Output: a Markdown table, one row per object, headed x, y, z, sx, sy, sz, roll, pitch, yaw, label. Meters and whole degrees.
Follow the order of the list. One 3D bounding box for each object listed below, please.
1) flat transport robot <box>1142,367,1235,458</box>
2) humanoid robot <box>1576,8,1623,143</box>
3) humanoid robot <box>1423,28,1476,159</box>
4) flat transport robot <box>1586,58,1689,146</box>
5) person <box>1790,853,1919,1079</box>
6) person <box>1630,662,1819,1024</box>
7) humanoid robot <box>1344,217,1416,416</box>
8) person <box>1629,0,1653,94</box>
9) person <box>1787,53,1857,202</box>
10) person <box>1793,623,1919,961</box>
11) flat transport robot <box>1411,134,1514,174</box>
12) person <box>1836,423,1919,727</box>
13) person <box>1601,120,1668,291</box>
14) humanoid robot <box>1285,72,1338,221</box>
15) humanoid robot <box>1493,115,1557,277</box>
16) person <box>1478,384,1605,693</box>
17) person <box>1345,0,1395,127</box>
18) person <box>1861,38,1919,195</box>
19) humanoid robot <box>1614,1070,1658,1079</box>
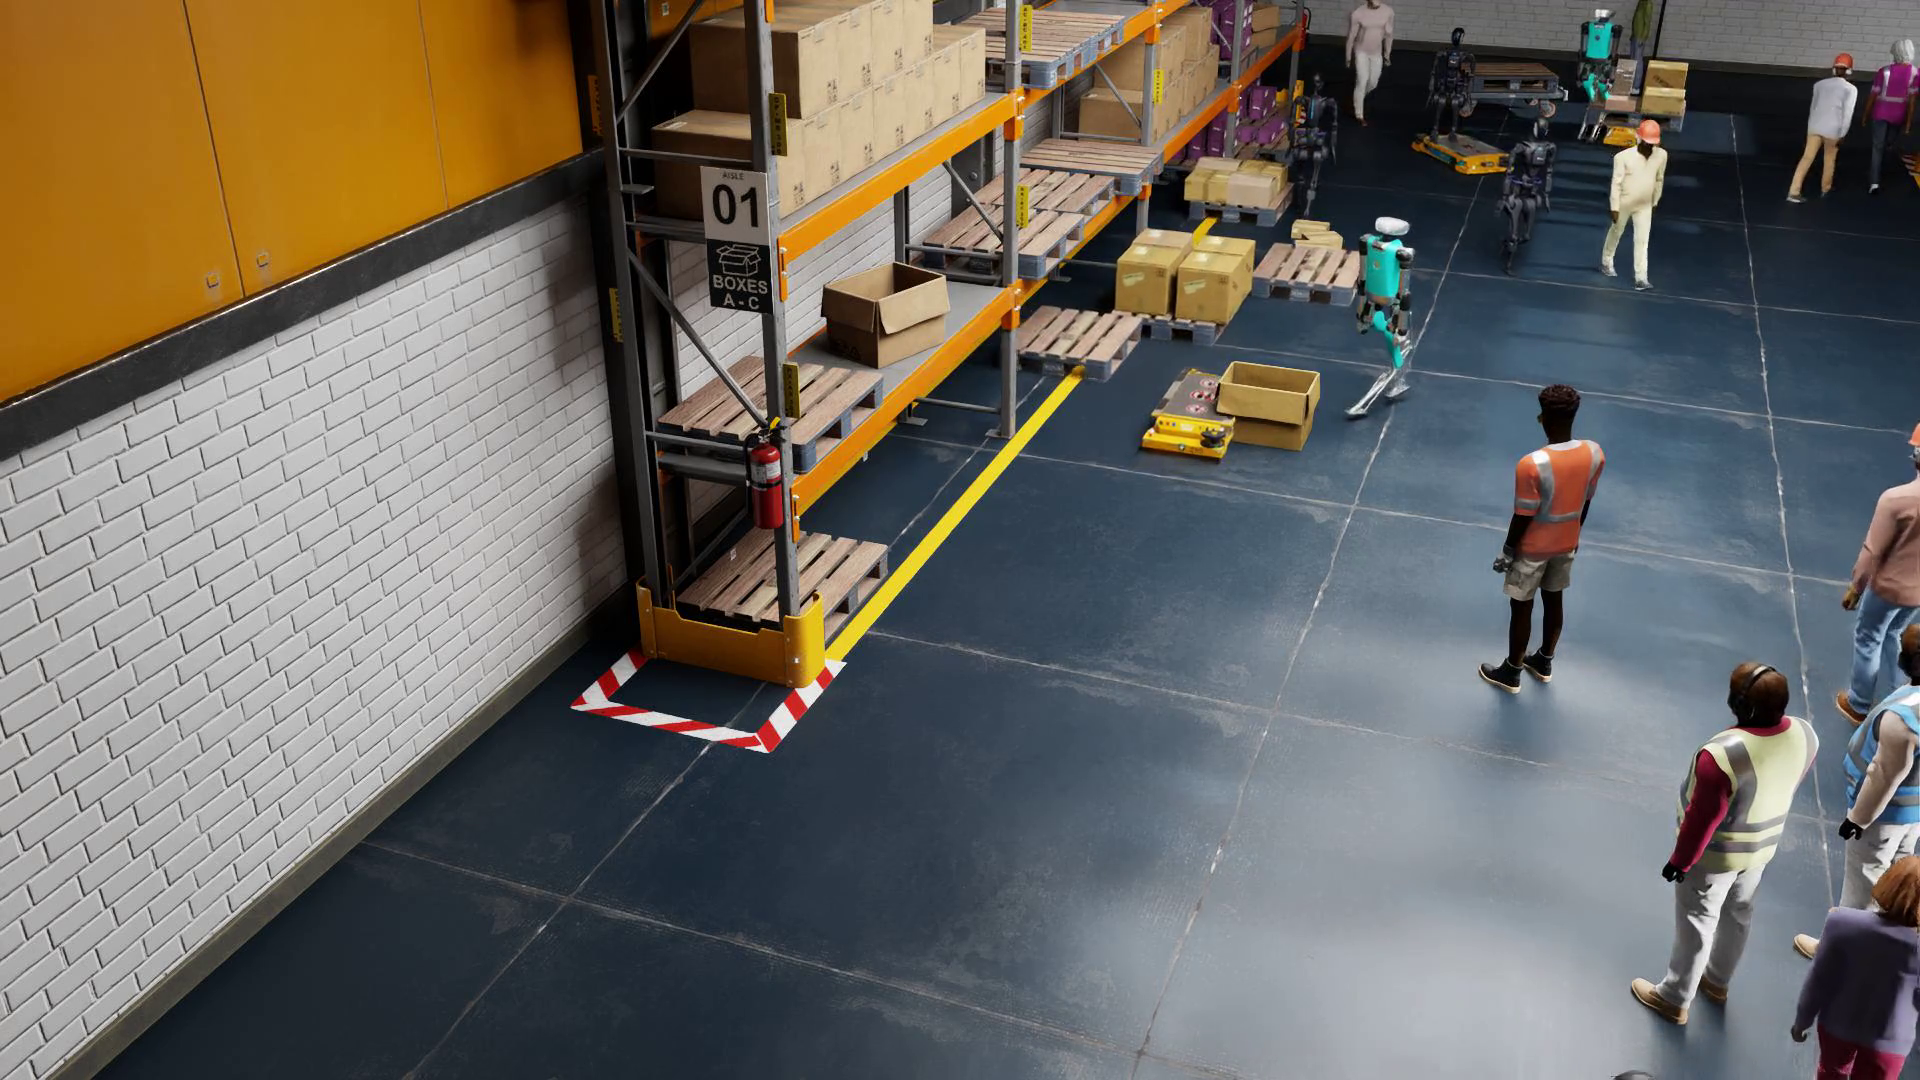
| x | y | z | sx | sy | sz | roll | pitch | yaw | label |
| --- | --- | --- | --- | --- | --- | --- | --- | --- | --- |
| 2.015 | -1.069 | 13.824 | 0.659 | 0.231 | 1.431 | 10 | 29 | 18 | flat transport robot |
| 8.526 | -6.184 | 22.123 | 0.538 | 1.769 | 0.733 | 22 | 35 | 36 | humanoid robot |
| 6.268 | -5.695 | 21.245 | 0.599 | 1.657 | 0.315 | 10 | 29 | 19 | humanoid robot |
| 9.146 | -5.595 | 22.603 | 0.659 | 0.231 | 1.431 | 11 | 29 | 20 | flat transport robot |
| 3.553 | 1.946 | 6.532 | 0.514 | 1.583 | 0.850 | 20 | 33 | 33 | person |
| 3.395 | 1.350 | 7.418 | 0.621 | 1.843 | 0.429 | -13 | 30 | -23 | person |
| 3.634 | -1.860 | 13.791 | 1.033 | 1.747 | 0.543 | -19 | 33 | -32 | humanoid robot |
| 10.100 | -7.481 | 24.769 | 0.265 | 1.631 | 0.506 | 2 | 27 | 4 | person |
| 10.200 | -4.839 | 19.571 | 0.844 | 1.703 | 0.566 | -19 | 33 | -32 | person |
| 4.307 | 1.196 | 7.722 | 0.621 | 1.838 | 0.429 | -18 | 32 | -31 | person |
| 6.461 | -4.976 | 21.403 | 0.659 | 0.231 | 1.431 | -7 | 28 | -13 | flat transport robot |
| 5.363 | 0.250 | 9.426 | 0.658 | 1.957 | 0.629 | -6 | 28 | -12 | person |
| 6.818 | -3.398 | 16.780 | 0.569 | 1.685 | 0.934 | -1 | 27 | -2 | person |
| 4.032 | -4.525 | 19.014 | 0.590 | 1.630 | 0.736 | 10 | 29 | 18 | humanoid robot |
| 5.779 | -3.587 | 17.178 | 0.610 | 1.633 | 0.555 | -7 | 28 | -13 | humanoid robot |
| 3.461 | 0.001 | 9.906 | 0.602 | 1.959 | 0.373 | -12 | 30 | -22 | person |
| 5.621 | -6.739 | 23.040 | 0.650 | 1.910 | 0.651 | -5 | 28 | -9 | person |
| 11.141 | -5.088 | 19.947 | 0.529 | 1.804 | 0.943 | 8 | 28 | 16 | person |
| 2.195 | 2.454 | 5.508 | 0.611 | 1.620 | 0.765 | -14 | 31 | -25 | humanoid robot |
